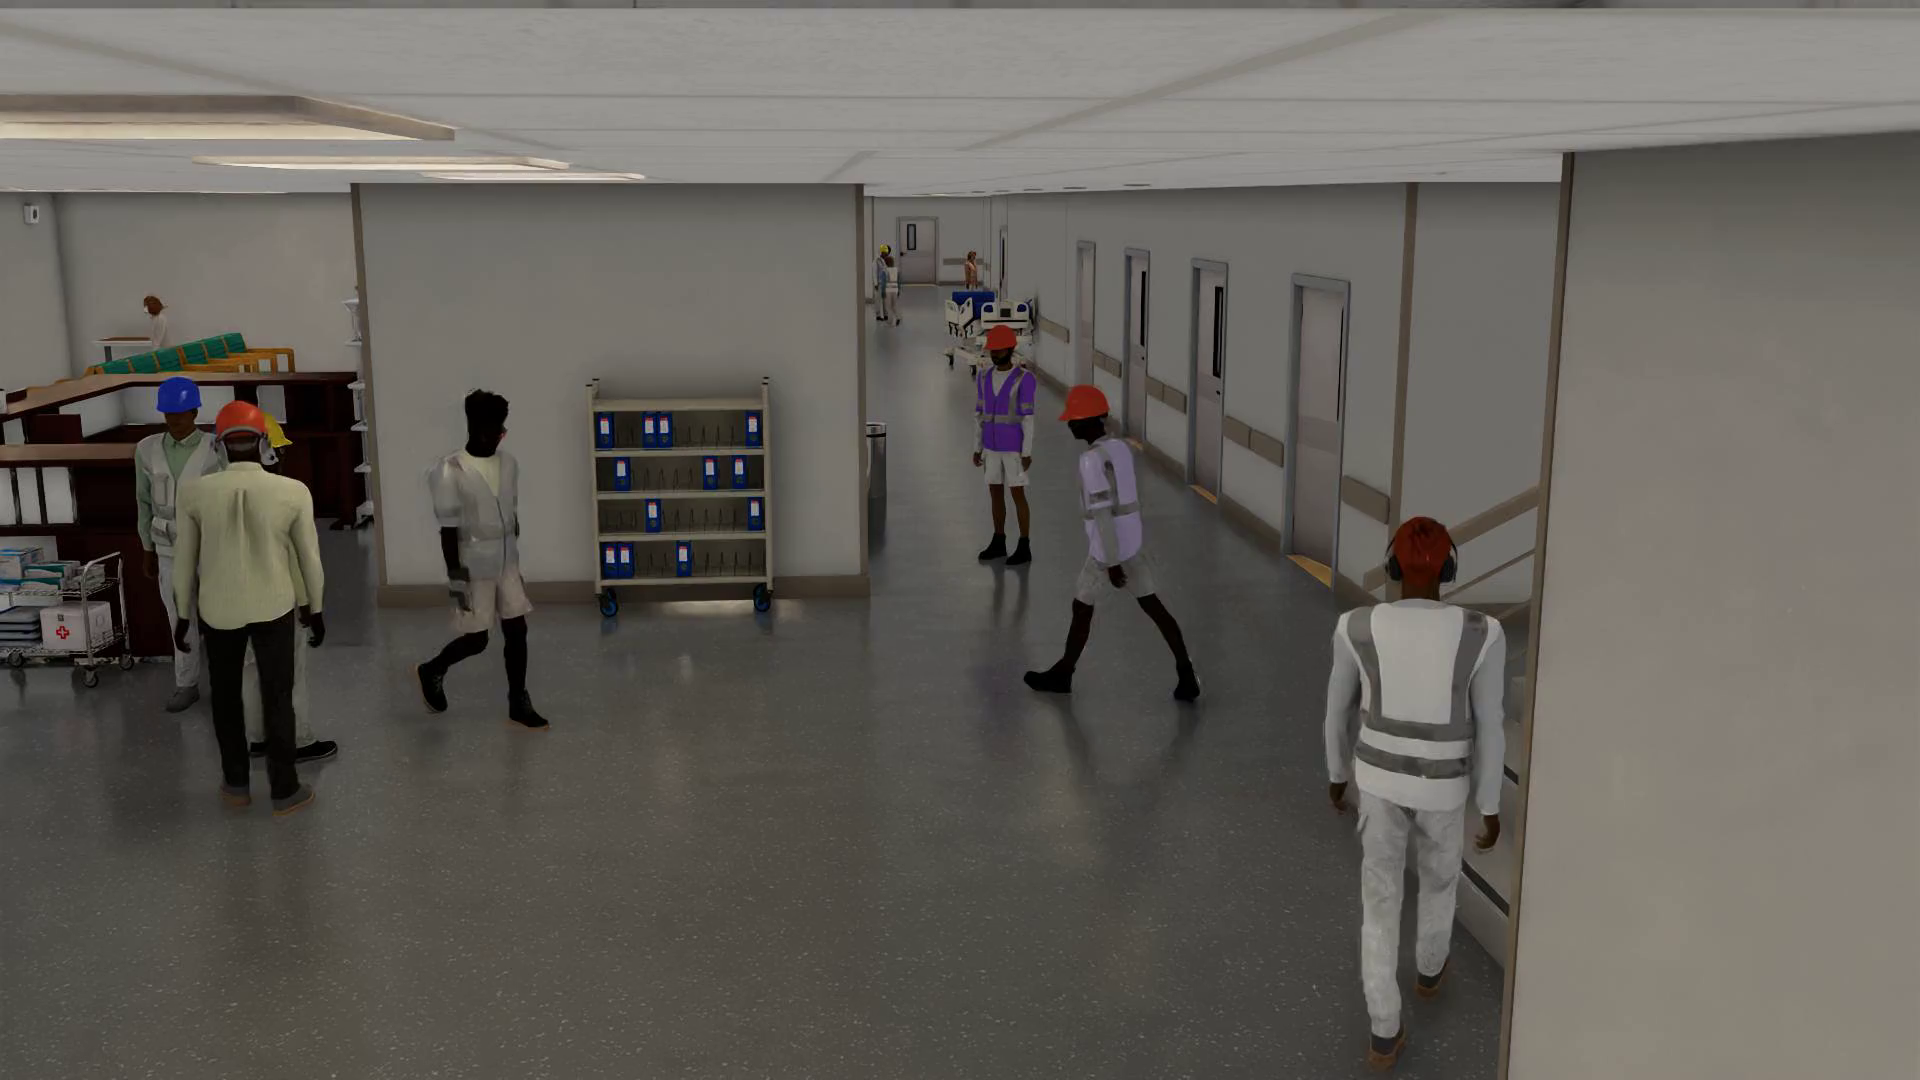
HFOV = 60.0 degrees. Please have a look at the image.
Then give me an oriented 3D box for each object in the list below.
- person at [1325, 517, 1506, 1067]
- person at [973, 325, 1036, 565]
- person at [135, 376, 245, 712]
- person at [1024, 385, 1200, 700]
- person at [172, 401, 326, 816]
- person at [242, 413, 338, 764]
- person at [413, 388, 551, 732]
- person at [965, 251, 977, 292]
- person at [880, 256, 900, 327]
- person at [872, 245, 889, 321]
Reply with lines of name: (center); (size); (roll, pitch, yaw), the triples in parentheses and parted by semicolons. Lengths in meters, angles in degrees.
person: (1.589, 0.820, 5.834); (0.601, 1.840, 0.924); (4, 12, 18)
person: (0.341, -0.766, 13.378); (0.545, 1.928, 0.390); (9, 14, 37)
person: (-4.355, 0.036, 9.443); (0.606, 1.940, 0.419); (0, 12, 1)
person: (0.945, 0.033, 9.683); (1.076, 1.867, 0.598); (7, 14, 32)
person: (-3.390, 0.330, 7.969); (0.674, 1.965, 0.605); (-4, 12, -18)
person: (-3.562, 0.255, 8.628); (0.590, 1.833, 0.404); (6, 13, 27)
person: (-2.669, 0.117, 9.076); (0.714, 1.926, 0.614); (7, 13, 30)
person: (0.275, -6.395, 41.601); (0.310, 1.638, 0.522); (6, 13, 26)
person: (-1.607, -5.702, 38.238); (0.530, 1.623, 0.365); (-9, 15, -37)
person: (-1.850, -6.249, 40.408); (0.589, 1.834, 0.403); (-11, 16, -44)
